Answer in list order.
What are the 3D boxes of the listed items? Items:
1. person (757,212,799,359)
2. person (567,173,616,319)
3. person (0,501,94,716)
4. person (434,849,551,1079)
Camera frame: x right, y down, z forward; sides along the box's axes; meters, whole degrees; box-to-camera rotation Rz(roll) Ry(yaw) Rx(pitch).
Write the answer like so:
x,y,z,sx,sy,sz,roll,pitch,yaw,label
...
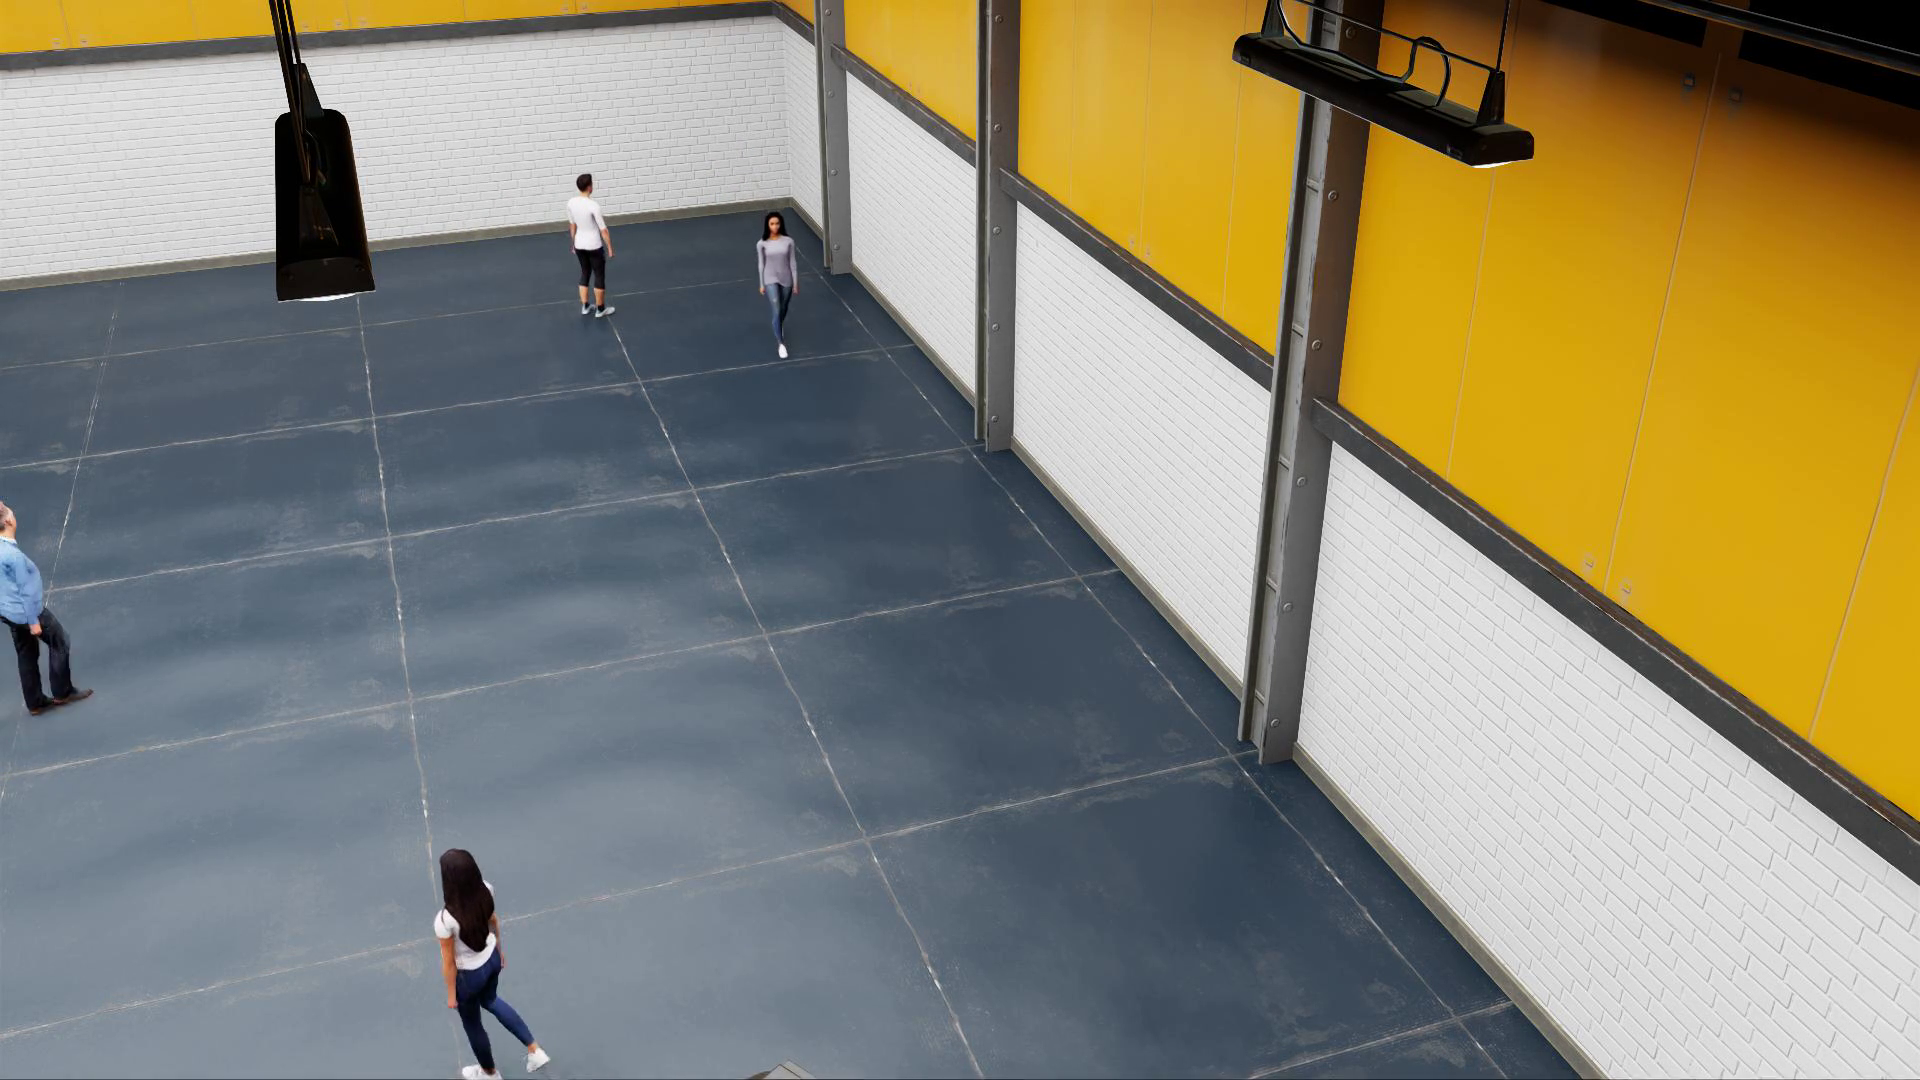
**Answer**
x,y,z,sx,sy,sz,roll,pitch,yaw,label
-2.205,-3.131,20.111,0.681,1.703,1.155,-8,30,-14,person
-4.694,-3.714,21.030,0.789,1.847,0.848,12,31,22,person
-7.521,0.593,13.198,0.828,1.786,0.907,21,35,33,person
-2.739,2.538,9.657,0.919,1.761,0.869,11,30,19,person
